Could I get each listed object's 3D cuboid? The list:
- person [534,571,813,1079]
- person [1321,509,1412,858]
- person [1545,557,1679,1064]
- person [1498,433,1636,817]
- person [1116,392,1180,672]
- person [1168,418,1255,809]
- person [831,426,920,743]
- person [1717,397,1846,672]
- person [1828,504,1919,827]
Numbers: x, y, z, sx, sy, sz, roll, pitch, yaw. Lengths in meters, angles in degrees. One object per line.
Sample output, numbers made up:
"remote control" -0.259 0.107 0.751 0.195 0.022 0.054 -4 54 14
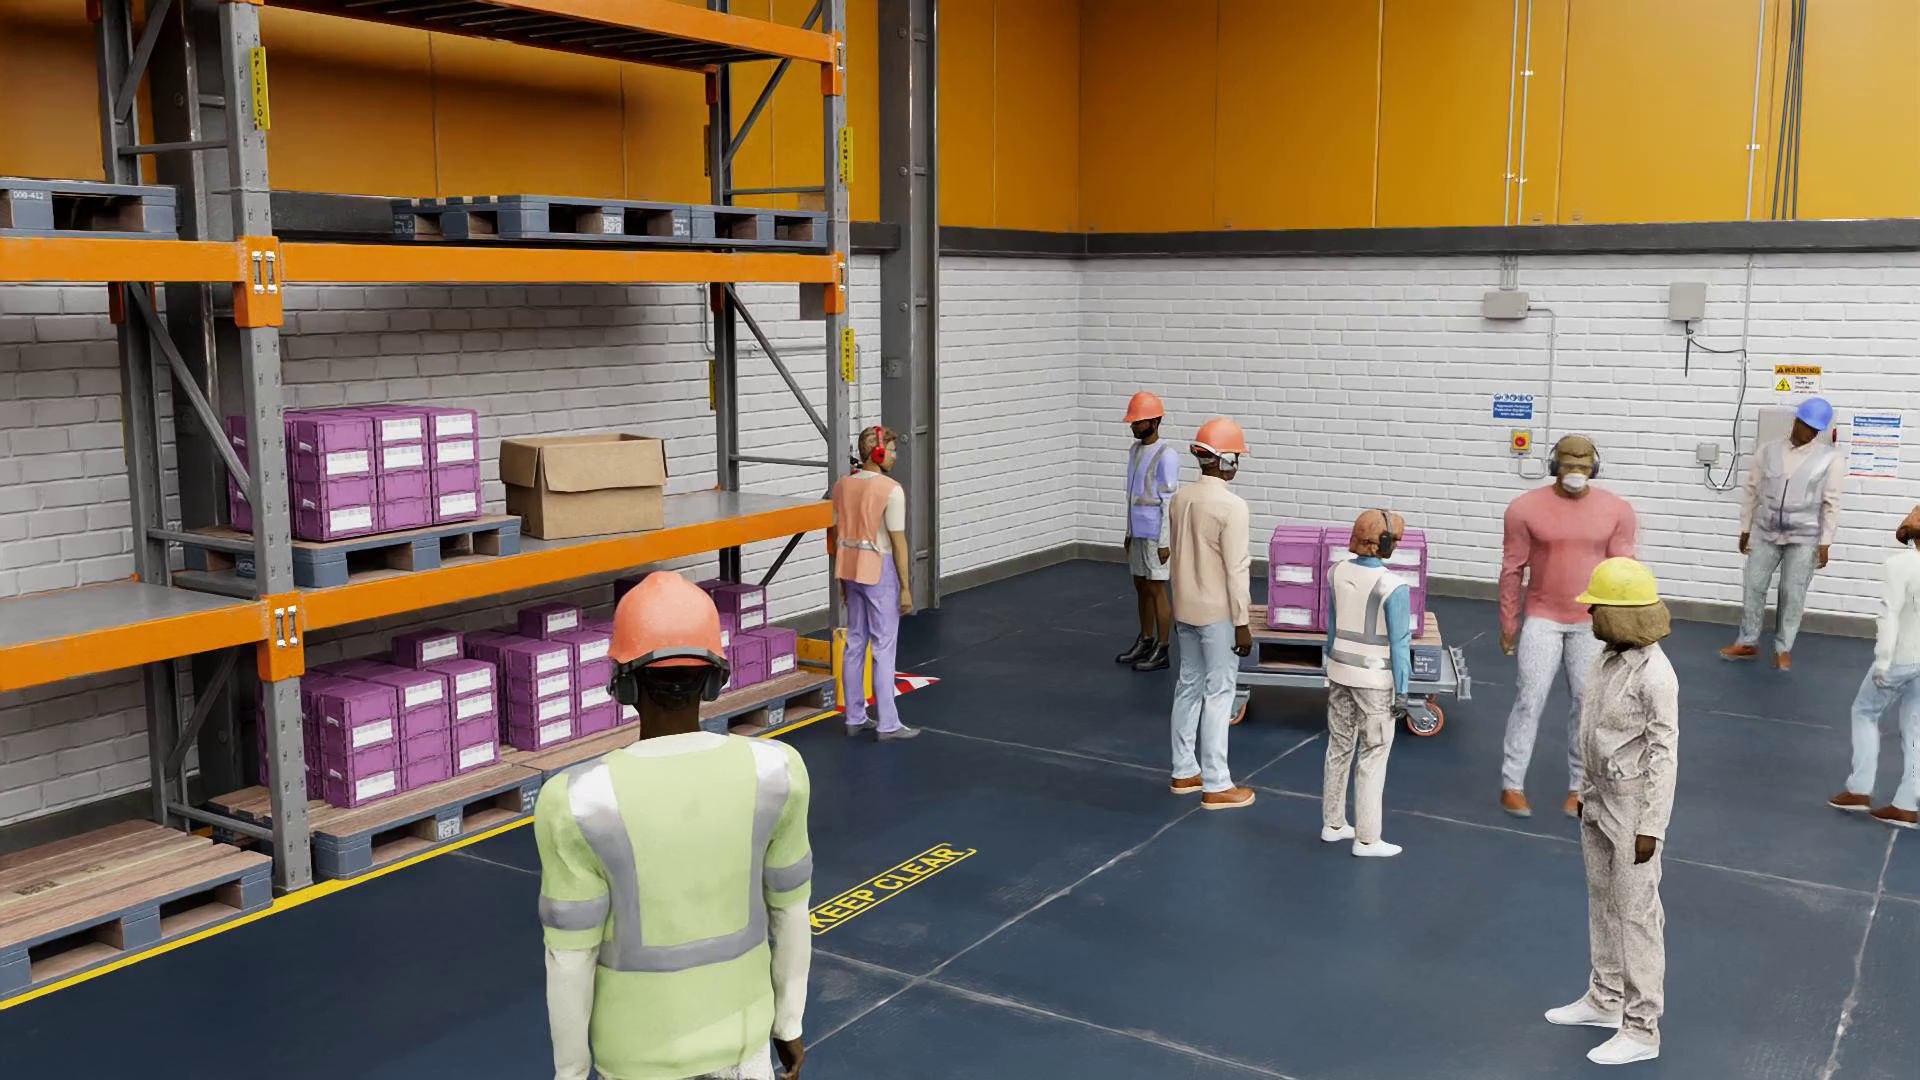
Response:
"person" -0.624 1.082 3.675 0.607 2.044 0.371 -5 10 -27
"person" 1.885 0.664 7.732 0.316 1.631 0.524 -5 10 -29
"person" 2.252 0.919 5.712 0.317 1.741 0.492 -1 9 -5
"person" 3.028 0.424 8.331 0.639 1.931 0.427 2 9 10
"person" 1.282 -0.058 11.471 0.386 1.929 0.543 -4 9 -22
"person" 1.293 0.370 8.508 0.399 1.988 0.616 -4 10 -26
"person" -0.522 0.259 9.684 0.563 1.839 0.392 8 12 42
"person" 5.663 -0.033 11.391 0.399 1.908 0.672 -8 12 -43
"person" 4.682 0.598 8.251 0.540 1.591 0.549 -2 9 -15
